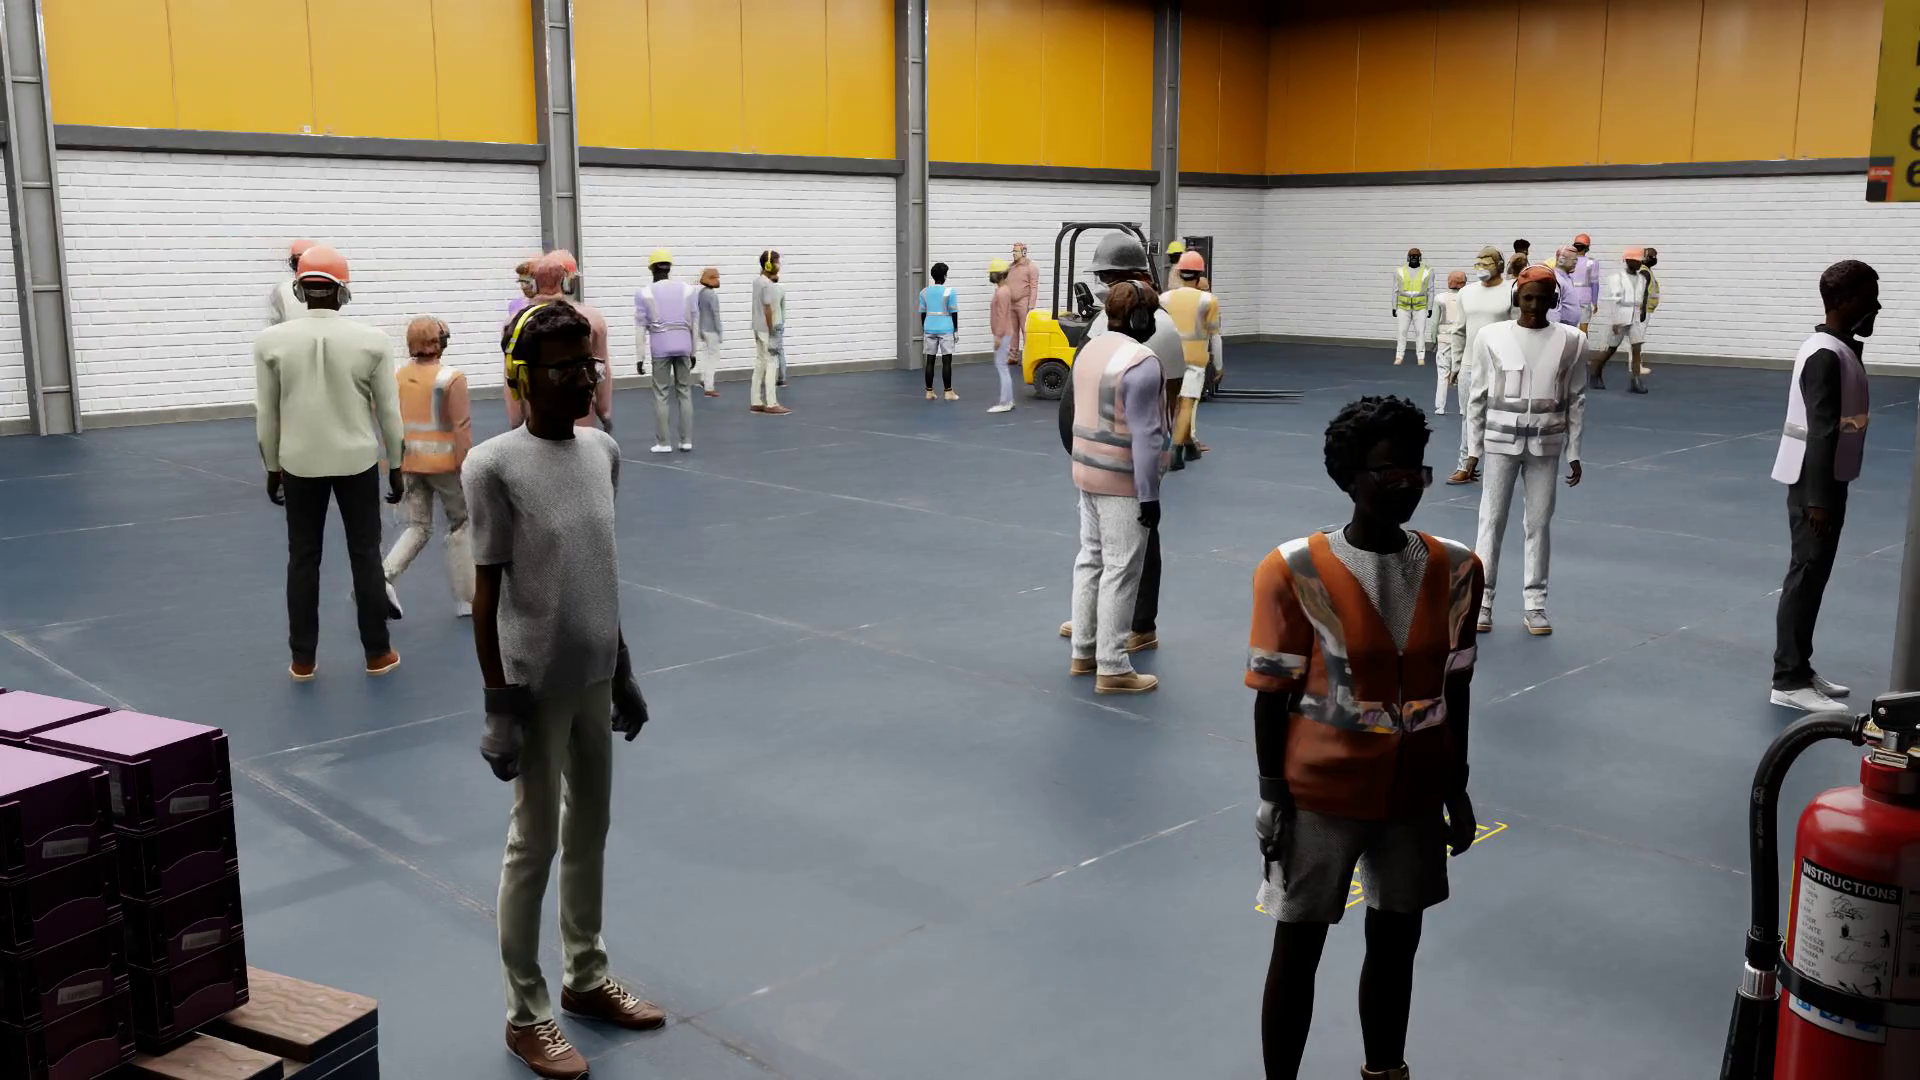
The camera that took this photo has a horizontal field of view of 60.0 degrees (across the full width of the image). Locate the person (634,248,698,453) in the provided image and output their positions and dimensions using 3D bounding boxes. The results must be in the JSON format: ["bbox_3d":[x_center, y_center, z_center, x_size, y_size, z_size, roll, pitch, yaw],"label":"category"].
[{"bbox_3d":[-2.743,-1.756,15.505,0.606,1.899,0.456,-5,12,-27],"label":"person"}]

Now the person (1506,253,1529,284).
[{"bbox_3d":[5.639,-1.991,16.933,0.506,1.846,0.350,4,11,19],"label":"person"}]

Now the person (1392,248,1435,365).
[{"bbox_3d":[7.057,-3.632,25.950,0.644,1.831,0.431,4,11,19],"label":"person"}]

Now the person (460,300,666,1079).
[{"bbox_3d":[-0.960,0.358,4.058,0.321,1.871,0.532,5,12,27],"label":"person"}]

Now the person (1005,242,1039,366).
[{"bbox_3d":[0.914,-3.661,25.876,0.643,1.909,0.409,10,14,43],"label":"person"}]

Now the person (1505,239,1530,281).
[{"bbox_3d":[8.853,-3.808,26.512,0.364,1.962,0.612,3,11,17],"label":"person"}]

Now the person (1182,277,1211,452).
[{"bbox_3d":[2.225,-1.654,15.675,0.283,1.633,0.497,0,10,0],"label":"person"}]

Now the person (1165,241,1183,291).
[{"bbox_3d":[3.506,-3.875,26.993,0.389,1.924,0.632,-1,10,-7],"label":"person"}]

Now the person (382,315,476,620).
[{"bbox_3d":[-2.804,-0.363,8.690,0.536,1.614,0.631,5,11,23],"label":"person"}]

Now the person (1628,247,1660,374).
[{"bbox_3d":[10.062,-3.376,24.500,0.430,1.844,0.623,4,11,20],"label":"person"}]

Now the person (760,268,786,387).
[{"bbox_3d":[-2.519,-2.848,22.185,0.266,1.631,0.507,8,13,37],"label":"person"}]

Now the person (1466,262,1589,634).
[{"bbox_3d":[2.867,-0.455,8.458,0.573,1.883,0.355,2,11,12],"label":"person"}]

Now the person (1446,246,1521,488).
[{"bbox_3d":[4.232,-1.383,13.362,0.635,1.937,0.353,10,14,43],"label":"person"}]

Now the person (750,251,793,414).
[{"bbox_3d":[-2.176,-2.352,18.920,0.416,1.853,0.592,-4,11,-22],"label":"person"}]

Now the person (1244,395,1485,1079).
[{"bbox_3d":[0.856,0.539,3.539,0.535,1.700,0.318,-3,11,-14],"label":"person"}]

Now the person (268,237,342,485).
[{"bbox_3d":[-5.299,-1.431,13.437,0.618,2.019,0.872,0,10,3],"label":"person"}]

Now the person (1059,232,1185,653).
[{"bbox_3d":[0.743,-0.475,8.135,0.539,2.000,0.689,-5,12,-27],"label":"person"}]

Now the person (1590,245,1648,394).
[{"bbox_3d":[8.593,-2.864,21.571,0.546,1.904,0.930,-3,11,-14],"label":"person"}]

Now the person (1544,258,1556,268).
[{"bbox_3d":[6.773,-2.361,19.168,0.533,1.767,0.326,4,11,21],"label":"person"}]

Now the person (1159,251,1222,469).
[{"bbox_3d":[1.999,-1.579,14.590,0.564,1.889,1.006,5,11,25],"label":"person"}]

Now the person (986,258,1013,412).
[{"bbox_3d":[0.449,-2.341,19.063,0.325,1.767,0.534,0,10,2],"label":"person"}]

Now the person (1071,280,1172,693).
[{"bbox_3d":[0.718,-0.242,7.471,0.431,1.833,0.644,-4,11,-19],"label":"person"}]

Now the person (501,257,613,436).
[{"bbox_3d":[-2.484,-0.795,10.290,0.659,1.888,0.537,-2,10,-8],"label":"person"}]

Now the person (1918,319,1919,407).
[{"bbox_3d":[10.610,-2.180,17.864,0.575,1.882,0.355,2,11,10],"label":"person"}]

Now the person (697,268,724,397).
[{"bbox_3d":[-3.100,-2.602,20.883,0.351,1.618,0.520,-6,12,-29],"label":"person"}]

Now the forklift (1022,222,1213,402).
[{"bbox_3d":[1.935,-2.847,20.651,2.313,2.155,1.214,2,11,13],"label":"forklift"}]

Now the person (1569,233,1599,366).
[{"bbox_3d":[9.571,-3.707,25.747,0.605,2.045,0.378,7,12,33],"label":"person"}]

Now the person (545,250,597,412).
[{"bbox_3d":[-2.753,-1.094,11.866,0.631,1.916,0.552,-5,12,-26],"label":"person"}]

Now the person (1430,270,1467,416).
[{"bbox_3d":[5.556,-2.211,18.701,0.523,1.636,0.311,3,11,15],"label":"person"}]

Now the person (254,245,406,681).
[{"bbox_3d":[-2.879,-0.353,7.658,0.637,1.981,0.430,-3,11,-16],"label":"person"}]

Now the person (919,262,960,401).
[{"bbox_3d":[-0.245,-2.542,20.341,0.533,1.697,0.318,5,12,27],"label":"person"}]

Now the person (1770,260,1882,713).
[{"bbox_3d":[3.693,-0.229,7.134,0.381,1.916,0.596,6,12,29],"label":"person"}]

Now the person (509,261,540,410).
[{"bbox_3d":[-3.232,-1.246,12.930,0.581,1.823,0.457,5,12,26],"label":"person"}]

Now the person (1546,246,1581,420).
[{"bbox_3d":[6.571,-2.253,18.203,0.401,1.904,0.648,5,12,25],"label":"person"}]
